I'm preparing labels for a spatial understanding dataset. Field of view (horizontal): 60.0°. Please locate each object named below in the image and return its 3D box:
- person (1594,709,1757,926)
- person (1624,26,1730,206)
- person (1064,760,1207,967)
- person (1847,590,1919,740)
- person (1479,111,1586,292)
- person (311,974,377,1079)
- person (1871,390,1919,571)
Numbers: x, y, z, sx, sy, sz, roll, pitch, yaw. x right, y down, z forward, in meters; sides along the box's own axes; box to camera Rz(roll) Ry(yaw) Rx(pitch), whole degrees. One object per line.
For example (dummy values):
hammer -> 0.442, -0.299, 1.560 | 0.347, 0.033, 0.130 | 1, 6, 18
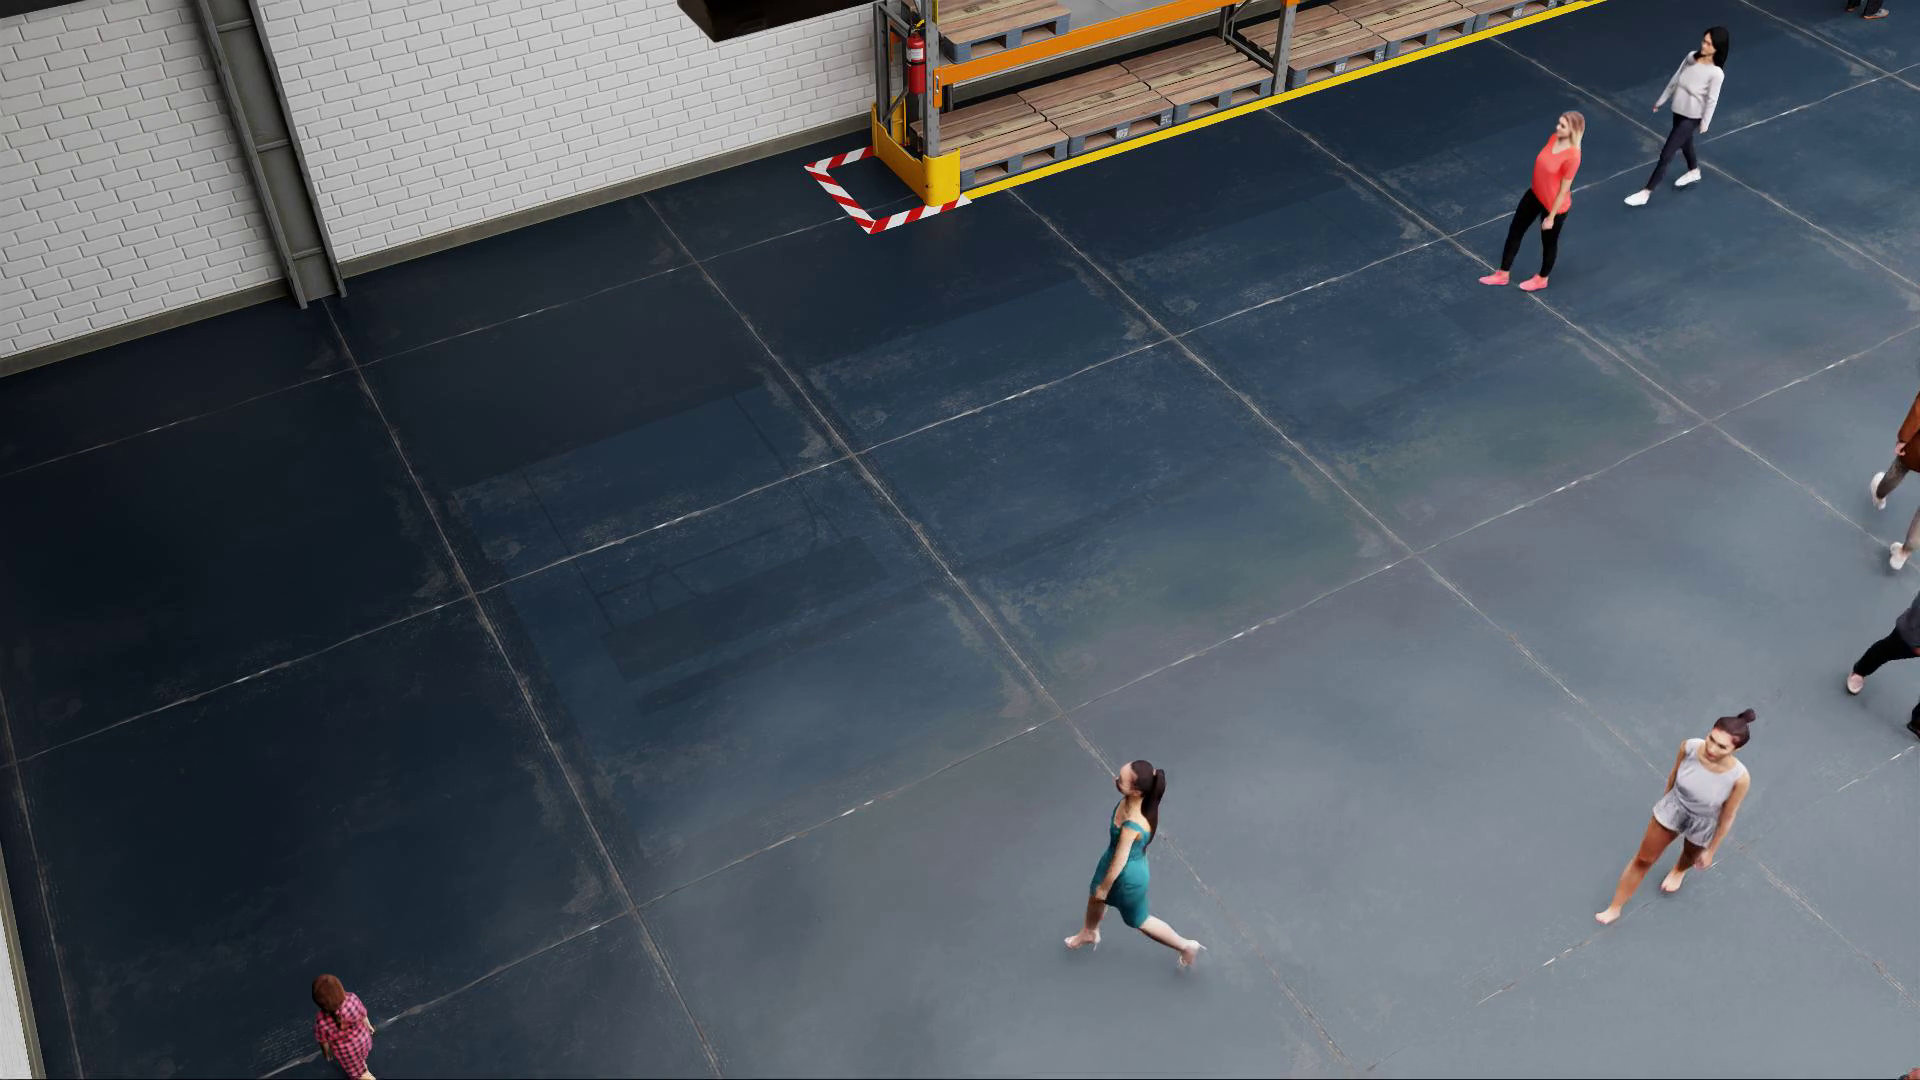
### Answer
person -> 4.157, 1.513, 9.338 | 1.074, 1.575, 0.753 | -34, 53, -30
person -> 6.568, -3.807, 14.862 | 1.184, 1.658, 0.797 | -13, 45, -13
person -> 0.983, 1.805, 8.975 | 1.079, 1.652, 0.966 | 6, 44, 6
person -> 6.044, 0.535, 10.385 | 1.025, 1.548, 1.027 | 5, 44, 5
person -> 4.952, -2.792, 13.782 | 0.880, 1.679, 0.721 | -12, 45, -12
person -> -3.149, 2.603, 8.606 | 0.647, 1.006, 0.717 | 28, 50, 26
person -> 6.688, -0.568, 11.376 | 1.120, 1.778, 1.253 | 16, 46, 16
